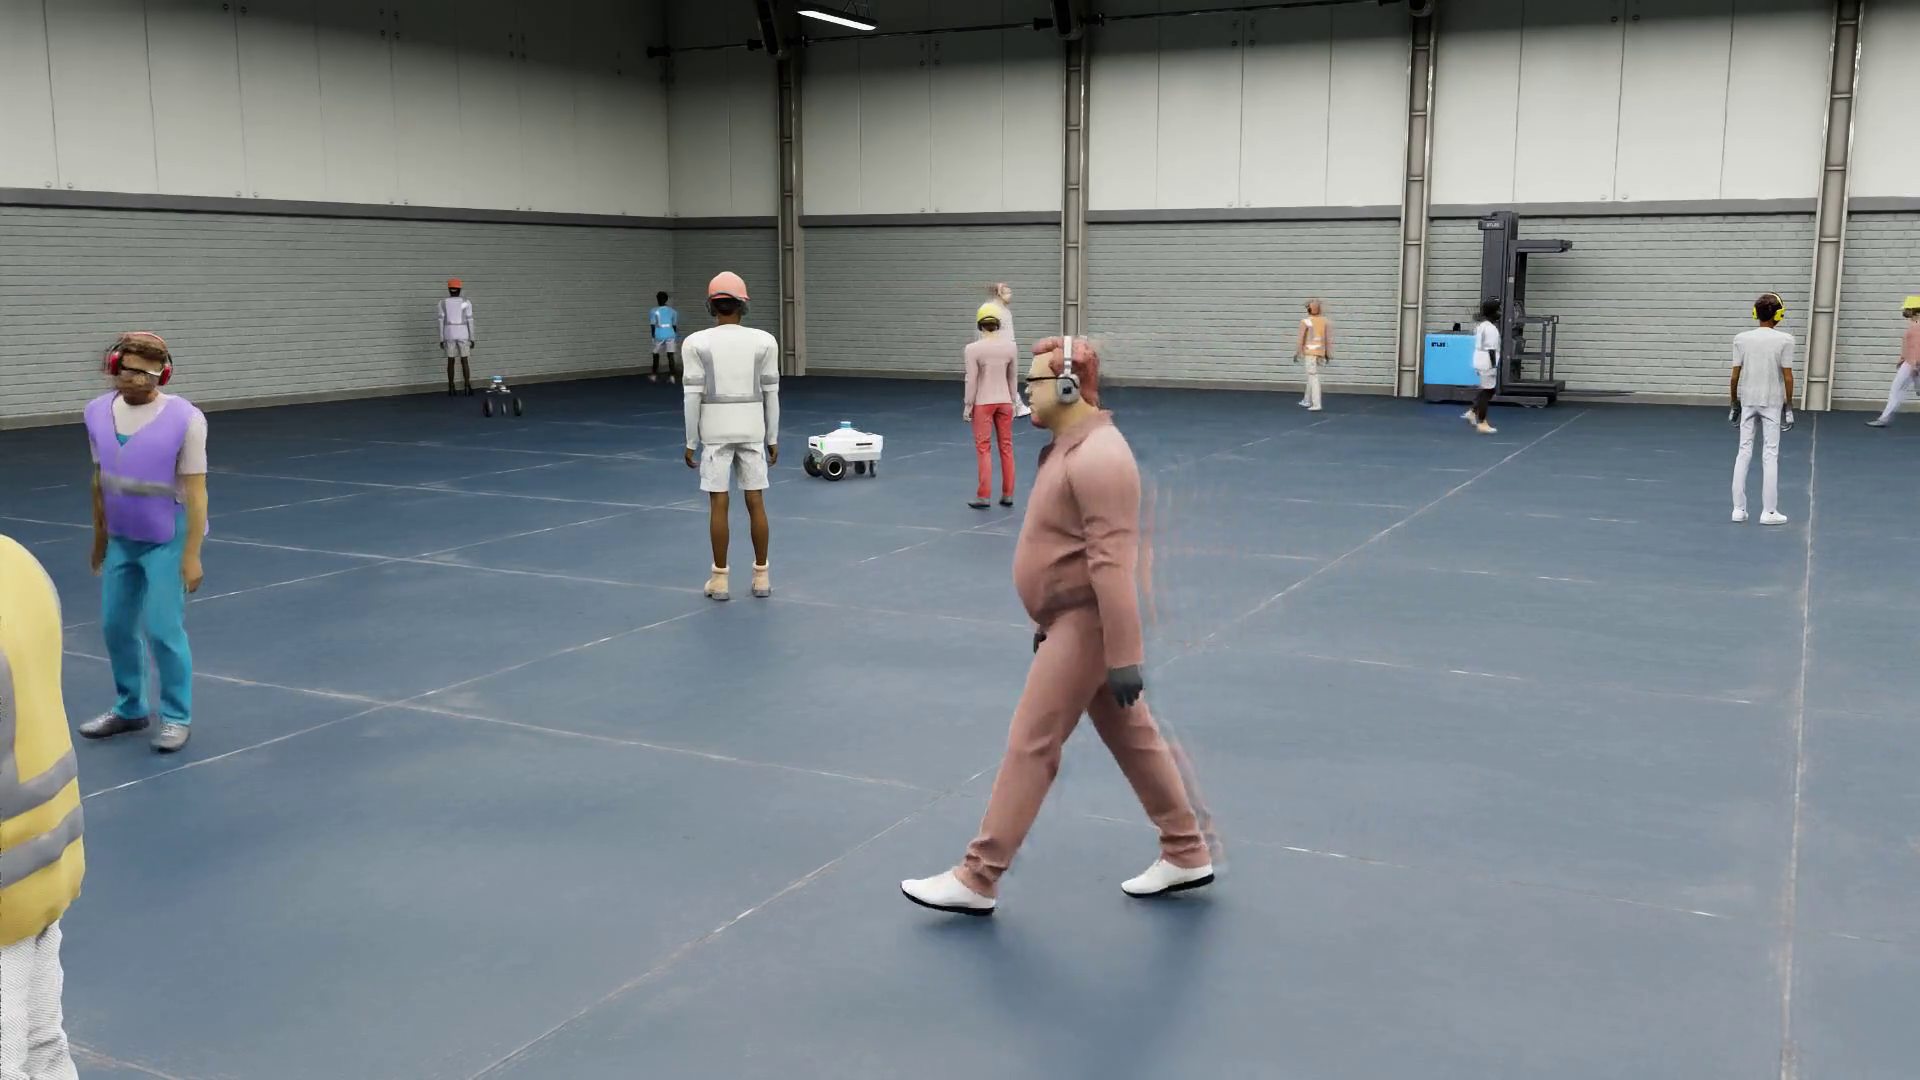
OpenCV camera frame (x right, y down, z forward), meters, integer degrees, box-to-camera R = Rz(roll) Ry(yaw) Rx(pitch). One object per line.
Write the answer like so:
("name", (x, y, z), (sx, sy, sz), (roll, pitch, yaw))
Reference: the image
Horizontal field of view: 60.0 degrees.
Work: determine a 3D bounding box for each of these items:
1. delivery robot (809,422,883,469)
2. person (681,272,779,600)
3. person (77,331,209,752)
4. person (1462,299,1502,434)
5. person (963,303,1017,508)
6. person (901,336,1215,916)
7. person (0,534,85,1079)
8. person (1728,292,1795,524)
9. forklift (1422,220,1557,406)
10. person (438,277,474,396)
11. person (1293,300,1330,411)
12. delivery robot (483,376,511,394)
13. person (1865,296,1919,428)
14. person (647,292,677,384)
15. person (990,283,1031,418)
("delivery robot", (-1.133, -0.936, 16.600), (0.707, 0.478, 0.477), (-5, 10, -27))
("person", (-1.444, -0.656, 10.468), (0.609, 2.040, 0.395), (-3, 10, -18))
("person", (-3.465, 0.010, 7.094), (0.681, 1.800, 0.421), (3, 10, 19))
("person", (6.659, -2.186, 20.972), (0.366, 1.683, 0.550), (1, 9, 3))
("person", (0.257, -1.166, 14.462), (0.526, 1.765, 0.329), (-5, 10, -28))
("person", (0.367, 0.277, 5.319), (1.038, 1.848, 0.651), (0, 9, -1))
("person", (-1.782, 0.668, 2.922), (0.430, 1.840, 0.623), (-2, 9, -12))
("person", (6.542, -1.075, 13.570), (0.327, 1.874, 0.521), (-9, 13, -43))
("forklift", (8.245, -3.527, 25.720), (1.873, 2.768, 1.129), (5, 10, 27))
("person", (-8.302, -3.358, 27.446), (0.551, 1.934, 0.373), (-1, 9, -9))
("person", (5.111, -2.713, 24.437), (0.546, 1.606, 0.745), (-5, 11, -29))
("delivery robot", (-6.583, -2.216, 23.696), (0.335, 0.223, 0.699), (-5, 11, -29))
("person", (12.395, -2.309, 21.629), (0.896, 1.723, 0.531), (6, 11, 34))
("person", (-5.435, -3.688, 30.347), (0.542, 1.654, 0.827), (-5, 11, -30))
("person", (0.662, -2.603, 22.995), (0.952, 1.860, 0.679), (3, 10, 17))
